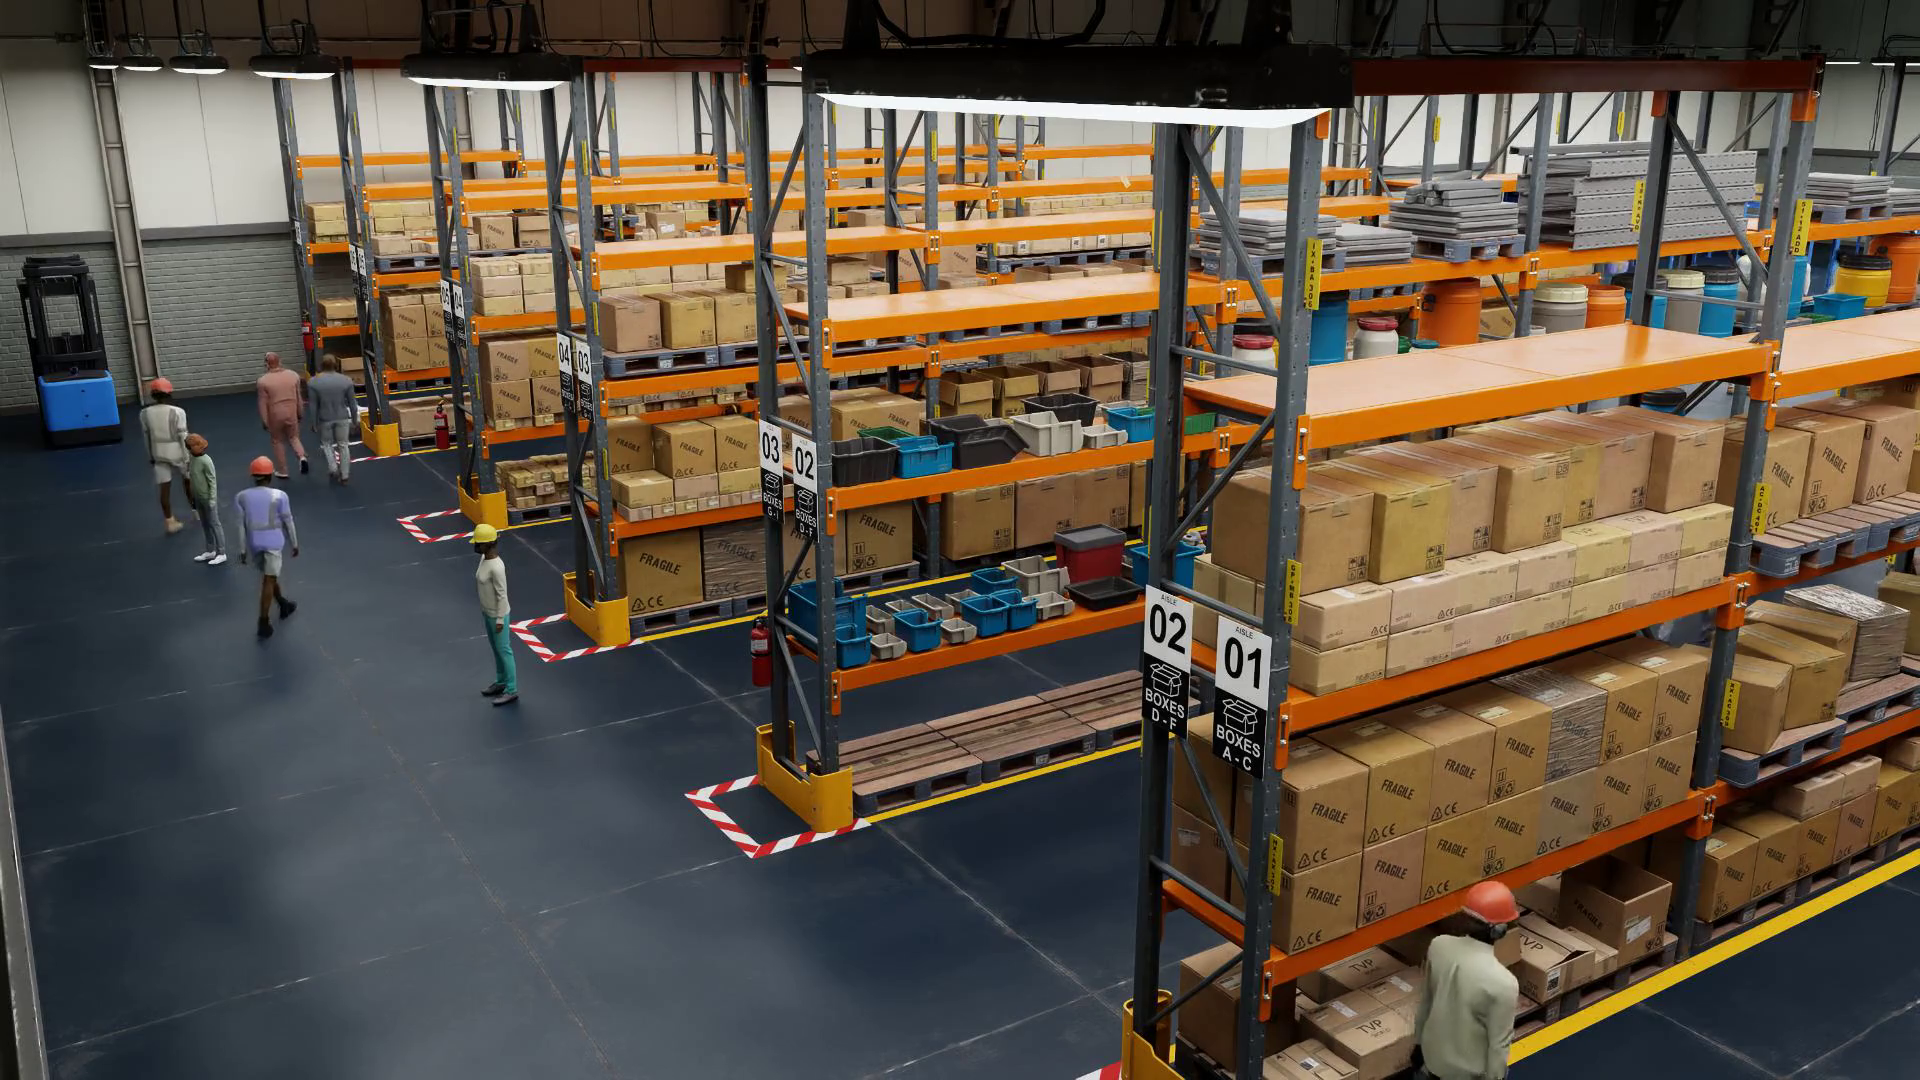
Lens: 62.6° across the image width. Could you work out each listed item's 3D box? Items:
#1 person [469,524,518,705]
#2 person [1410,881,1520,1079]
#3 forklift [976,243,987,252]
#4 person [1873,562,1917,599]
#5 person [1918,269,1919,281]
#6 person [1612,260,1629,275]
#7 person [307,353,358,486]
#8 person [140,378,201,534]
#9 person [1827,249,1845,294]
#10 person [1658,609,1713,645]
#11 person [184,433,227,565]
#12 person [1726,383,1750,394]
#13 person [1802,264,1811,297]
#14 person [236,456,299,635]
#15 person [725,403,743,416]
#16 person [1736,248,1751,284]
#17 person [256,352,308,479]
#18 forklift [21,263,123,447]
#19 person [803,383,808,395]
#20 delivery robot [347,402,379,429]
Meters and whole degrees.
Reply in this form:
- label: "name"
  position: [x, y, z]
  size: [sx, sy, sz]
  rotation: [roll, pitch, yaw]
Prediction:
- label: "person"
  position: [-4.483, 0.698, 15.133]
  size: [0.310, 1.768, 0.533]
  rotation: [-10, 20, -31]
- label: "person"
  position: [2.586, 2.711, 8.222]
  size: [0.664, 1.954, 0.626]
  rotation: [-8, 19, -24]
- label: "forklift"
  position: [0.988, -5.474, 34.718]
  size: [1.214, 2.155, 2.313]
  rotation: [-10, 20, -31]
- label: "person"
  position: [8.743, 0.893, 14.757]
  size: [0.789, 1.604, 0.498]
  rotation: [-12, 21, -34]
- label: "person"
  position: [20.869, -5.242, 34.328]
  size: [1.005, 1.947, 0.646]
  rotation: [-3, 17, -10]
- label: "person"
  position: [16.169, -6.523, 38.710]
  size: [0.536, 1.824, 0.591]
  rotation: [6, 18, 18]
- label: "person"
  position: [-9.095, -1.763, 22.942]
  size: [0.665, 1.916, 0.645]
  rotation: [-8, 19, -24]
- label: "person"
  position: [-10.332, -1.142, 20.751]
  size: [0.647, 2.004, 0.937]
  rotation: [0, 17, 1]
- label: "person"
  position: [20.682, -6.041, 37.387]
  size: [0.740, 1.663, 0.551]
  rotation: [11, 20, 32]
- label: "person"
  position: [7.675, 0.287, 16.533]
  size: [0.875, 1.729, 0.521]
  rotation: [-14, 22, -38]
- label: "person"
  position: [-9.266, -0.515, 19.334]
  size: [0.497, 1.631, 0.279]
  rotation: [13, 21, 36]
- label: "person"
  position: [14.535, -3.658, 29.135]
  size: [0.627, 1.934, 0.370]
  rotation: [4, 17, 13]
- label: "person"
  position: [18.809, -5.618, 35.622]
  size: [0.649, 1.909, 0.406]
  rotation: [13, 21, 36]
- label: "person"
  position: [-7.514, 0.044, 17.098]
  size: [0.555, 1.881, 1.010]
  rotation: [0, 17, 2]
- label: "person"
  position: [-2.960, -0.804, 19.934]
  size: [0.725, 1.849, 0.525]
  rotation: [-8, 19, -25]
- label: "person"
  position: [18.303, -6.028, 37.057]
  size: [0.429, 1.842, 0.628]
  rotation: [12, 21, 34]
- label: "person"
  position: [-9.952, -1.823, 23.191]
  size: [0.543, 1.886, 0.662]
  rotation: [15, 23, 41]
- label: "forklift"
  position: [-14.518, -3.079, 25.708]
  size: [1.129, 2.768, 1.873]
  rotation: [-10, 20, -31]
- label: "person"
  position: [-2.042, -1.277, 21.437]
  size: [0.487, 1.874, 0.583]
  rotation: [-9, 19, -26]
- label: "delivery robot"
  position: [-9.970, -2.035, 26.051]
  size: [0.707, 0.478, 0.477]
  rotation: [-15, 23, -41]
